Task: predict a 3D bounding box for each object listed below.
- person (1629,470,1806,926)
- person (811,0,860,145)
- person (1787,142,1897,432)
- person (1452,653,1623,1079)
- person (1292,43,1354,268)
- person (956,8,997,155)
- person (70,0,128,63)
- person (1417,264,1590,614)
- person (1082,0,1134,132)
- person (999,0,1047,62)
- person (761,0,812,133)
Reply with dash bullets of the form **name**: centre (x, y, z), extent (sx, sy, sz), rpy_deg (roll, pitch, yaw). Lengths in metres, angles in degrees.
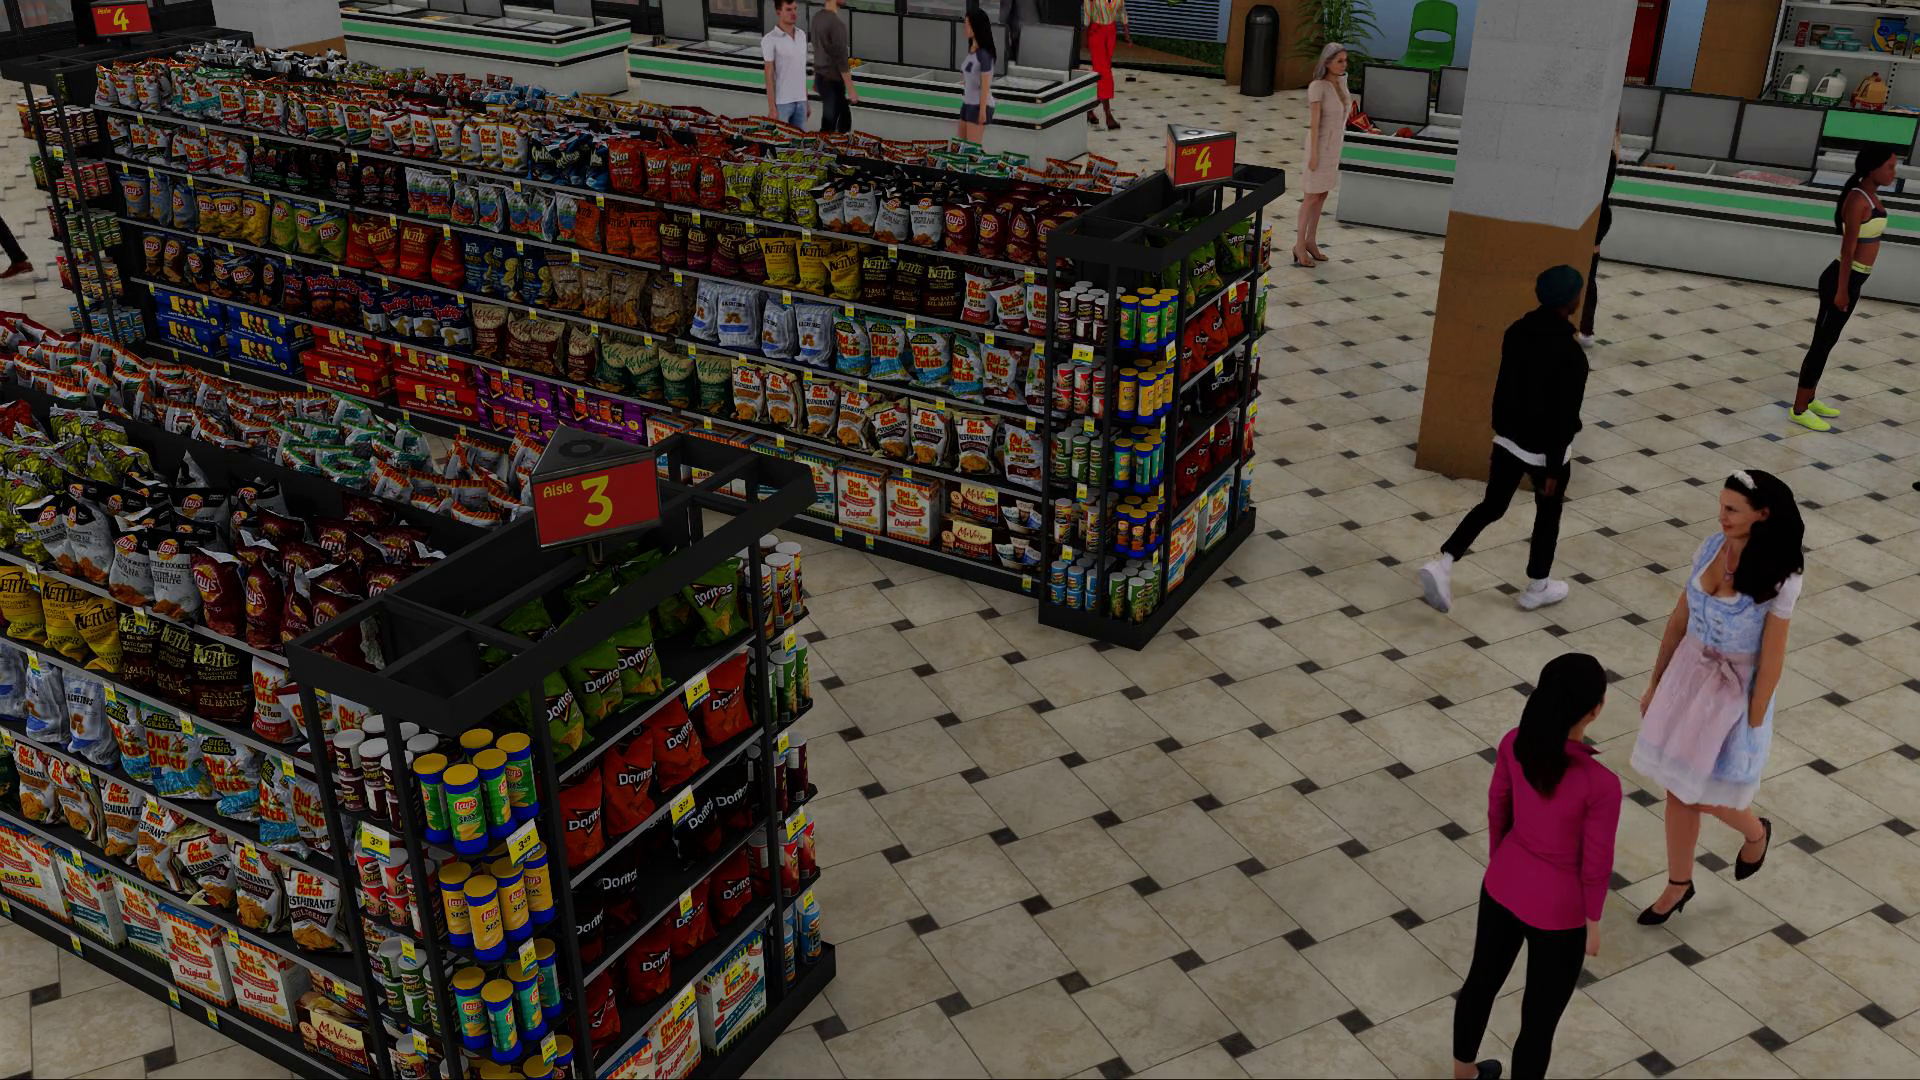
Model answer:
- **person**: centre (2.749, 0.580, 5.936), extent (0.975, 1.794, 0.950), rpy_deg (-13, 30, -24)
- **person**: centre (-1.253, -4.115, 15.103), extent (1.082, 1.877, 1.054), rpy_deg (-11, 29, -21)
- **person**: centre (5.400, -1.561, 10.200), extent (0.546, 1.755, 0.580), rpy_deg (19, 33, 33)
- **person**: centre (1.730, 1.095, 5.024), extent (0.726, 1.700, 0.628), rpy_deg (-16, 31, -29)
- **person**: centre (2.863, -3.042, 13.145), extent (0.601, 1.735, 0.635), rpy_deg (21, 33, 35)
- **person**: centre (0.233, -3.856, 14.796), extent (0.871, 1.692, 0.812), rpy_deg (-6, 28, -12)
- **person**: centre (-8.920, -5.282, 17.327), extent (0.630, 1.948, 0.729), rpy_deg (19, 33, 33)
- **person**: centre (2.646, -0.434, 7.933), extent (1.098, 1.797, 1.184), rpy_deg (-14, 30, -25)
- **person**: centre (1.435, -5.176, 17.333), extent (0.939, 1.752, 1.106), rpy_deg (-14, 30, -25)
- **person**: centre (0.736, -5.352, 17.600), extent (0.955, 1.825, 0.764), rpy_deg (21, 34, 36)
- **person**: centre (-1.515, -3.828, 14.567), extent (0.610, 1.850, 0.686), rpy_deg (21, 33, 35)
